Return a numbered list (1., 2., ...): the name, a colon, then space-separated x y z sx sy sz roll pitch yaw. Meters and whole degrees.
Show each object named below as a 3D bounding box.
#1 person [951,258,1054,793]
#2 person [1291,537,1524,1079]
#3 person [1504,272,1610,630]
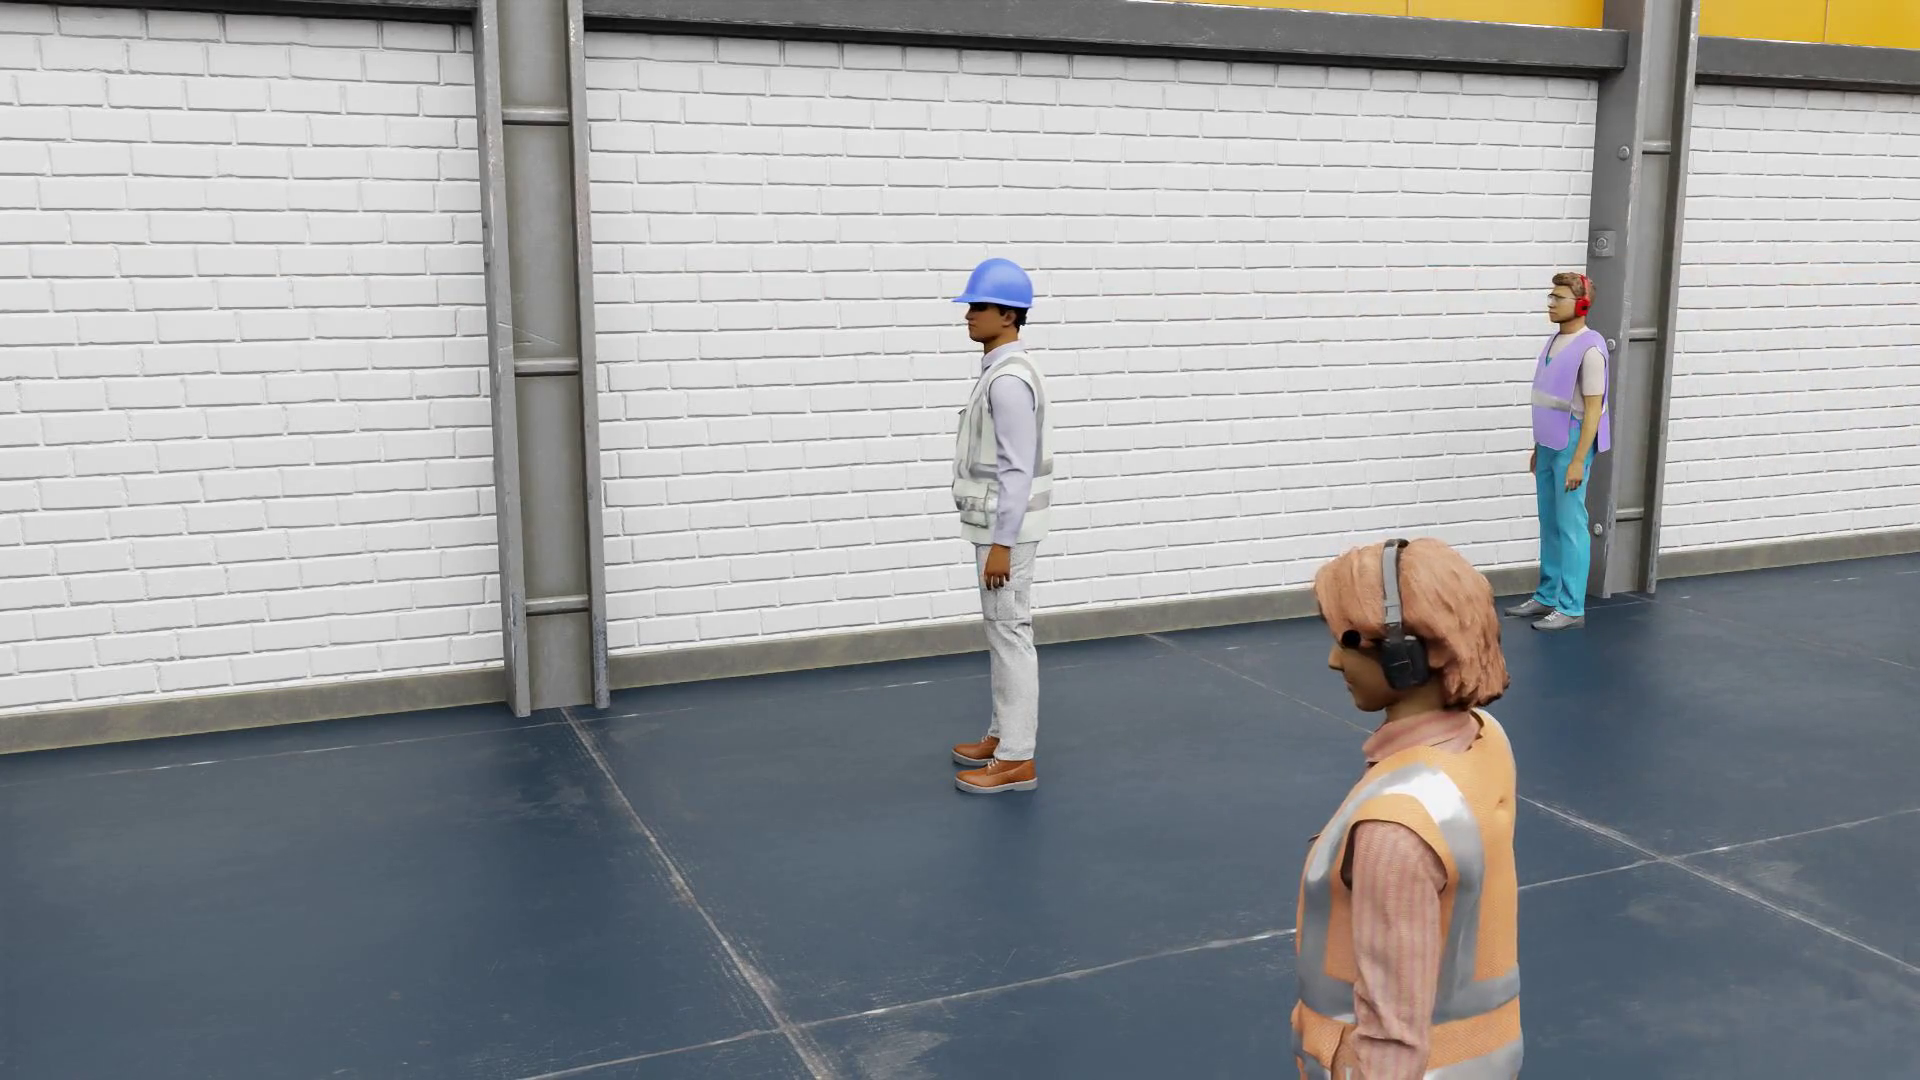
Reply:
1. person: 0.155 -0.051 6.128 0.375 1.950 0.614 0 10 -1
2. person: 0.610 0.800 2.297 0.309 1.640 0.513 5 11 25
3. person: 3.150 -0.458 8.649 0.389 1.850 0.567 -1 10 -5
